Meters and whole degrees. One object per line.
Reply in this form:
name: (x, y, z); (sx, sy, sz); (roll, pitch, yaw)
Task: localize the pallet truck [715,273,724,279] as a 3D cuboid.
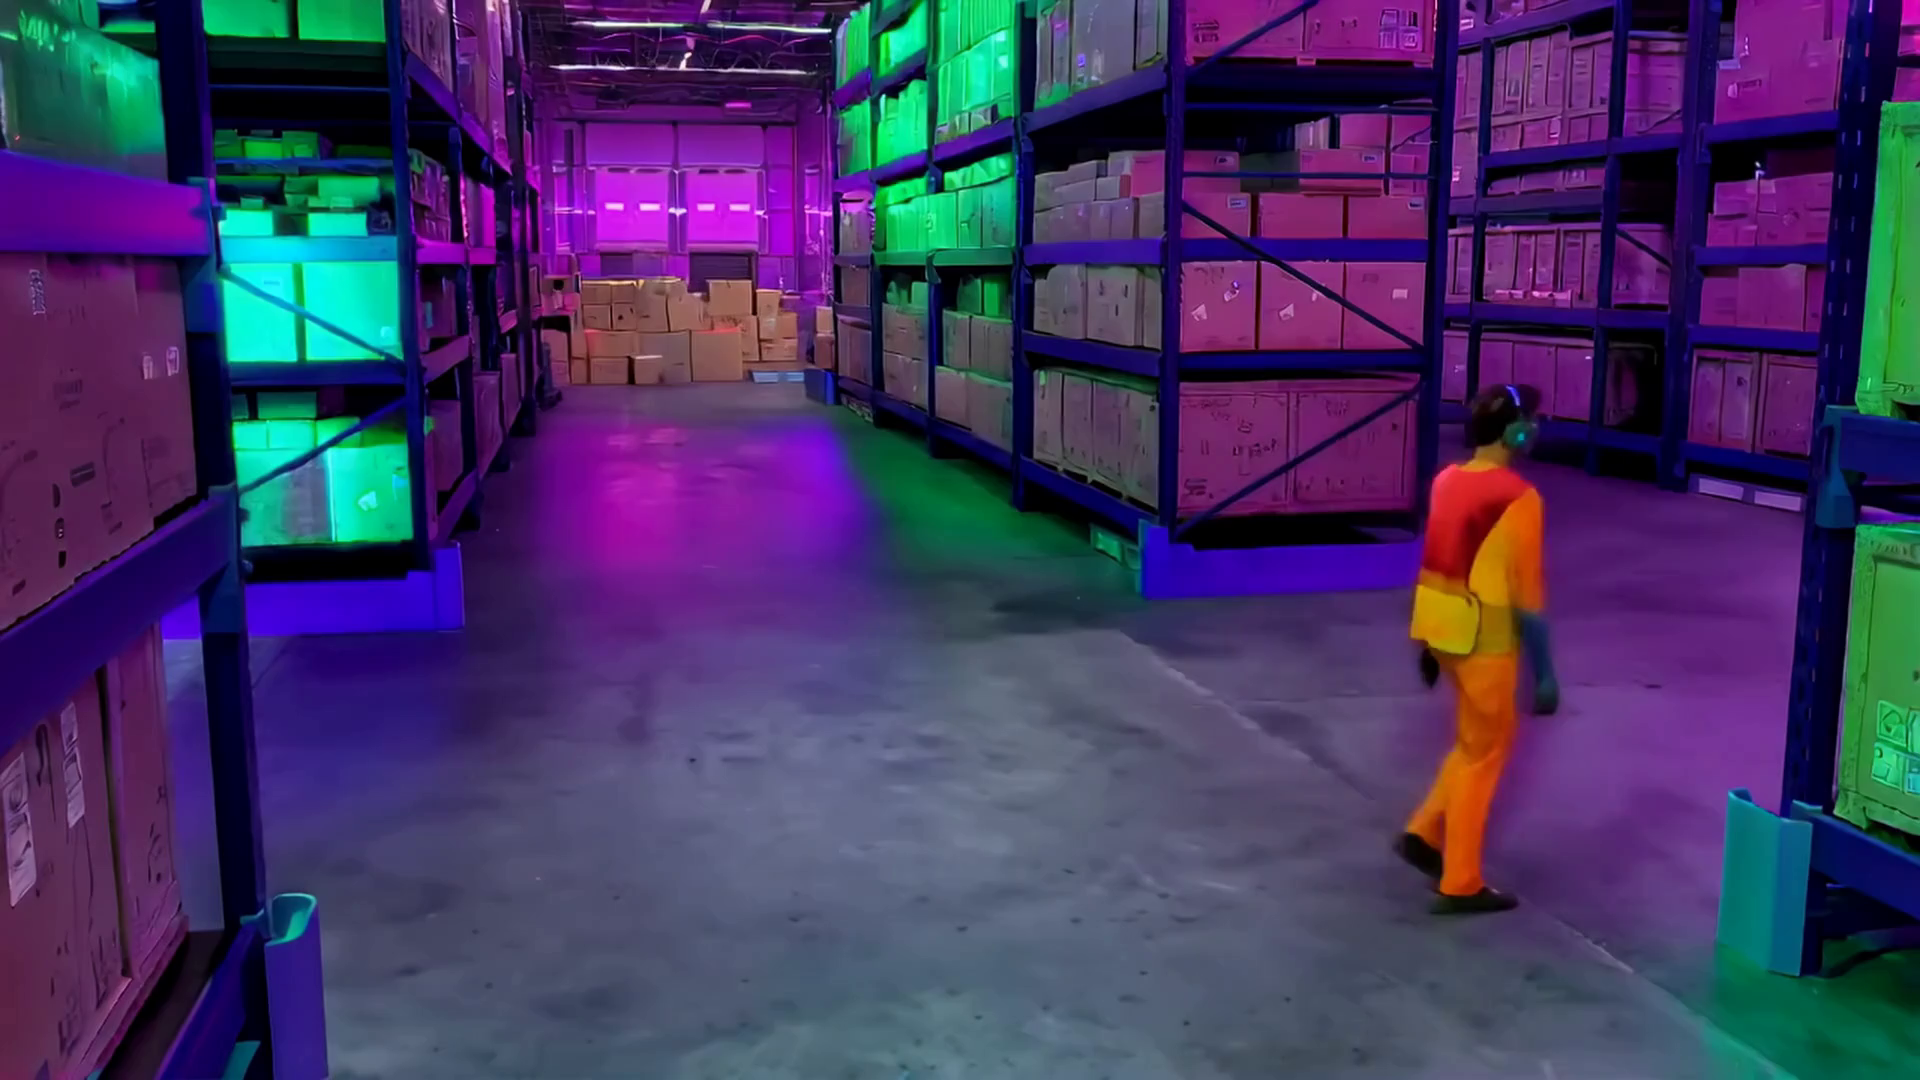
pallet truck: (-8.580, -8.986, 62.280); (1.885, 1.965, 0.823); (1, 9, 5)

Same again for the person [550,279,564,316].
person: (-10.630, -5.882, 43.633); (0.787, 1.915, 0.634); (0, 9, 0)

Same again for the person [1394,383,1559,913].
person: (1.785, 0.385, 5.682); (0.446, 1.831, 0.586); (-2, 9, -10)

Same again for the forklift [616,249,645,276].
forklift: (-11.332, -8.624, 57.390); (1.129, 2.768, 1.873); (-8, 12, -39)
